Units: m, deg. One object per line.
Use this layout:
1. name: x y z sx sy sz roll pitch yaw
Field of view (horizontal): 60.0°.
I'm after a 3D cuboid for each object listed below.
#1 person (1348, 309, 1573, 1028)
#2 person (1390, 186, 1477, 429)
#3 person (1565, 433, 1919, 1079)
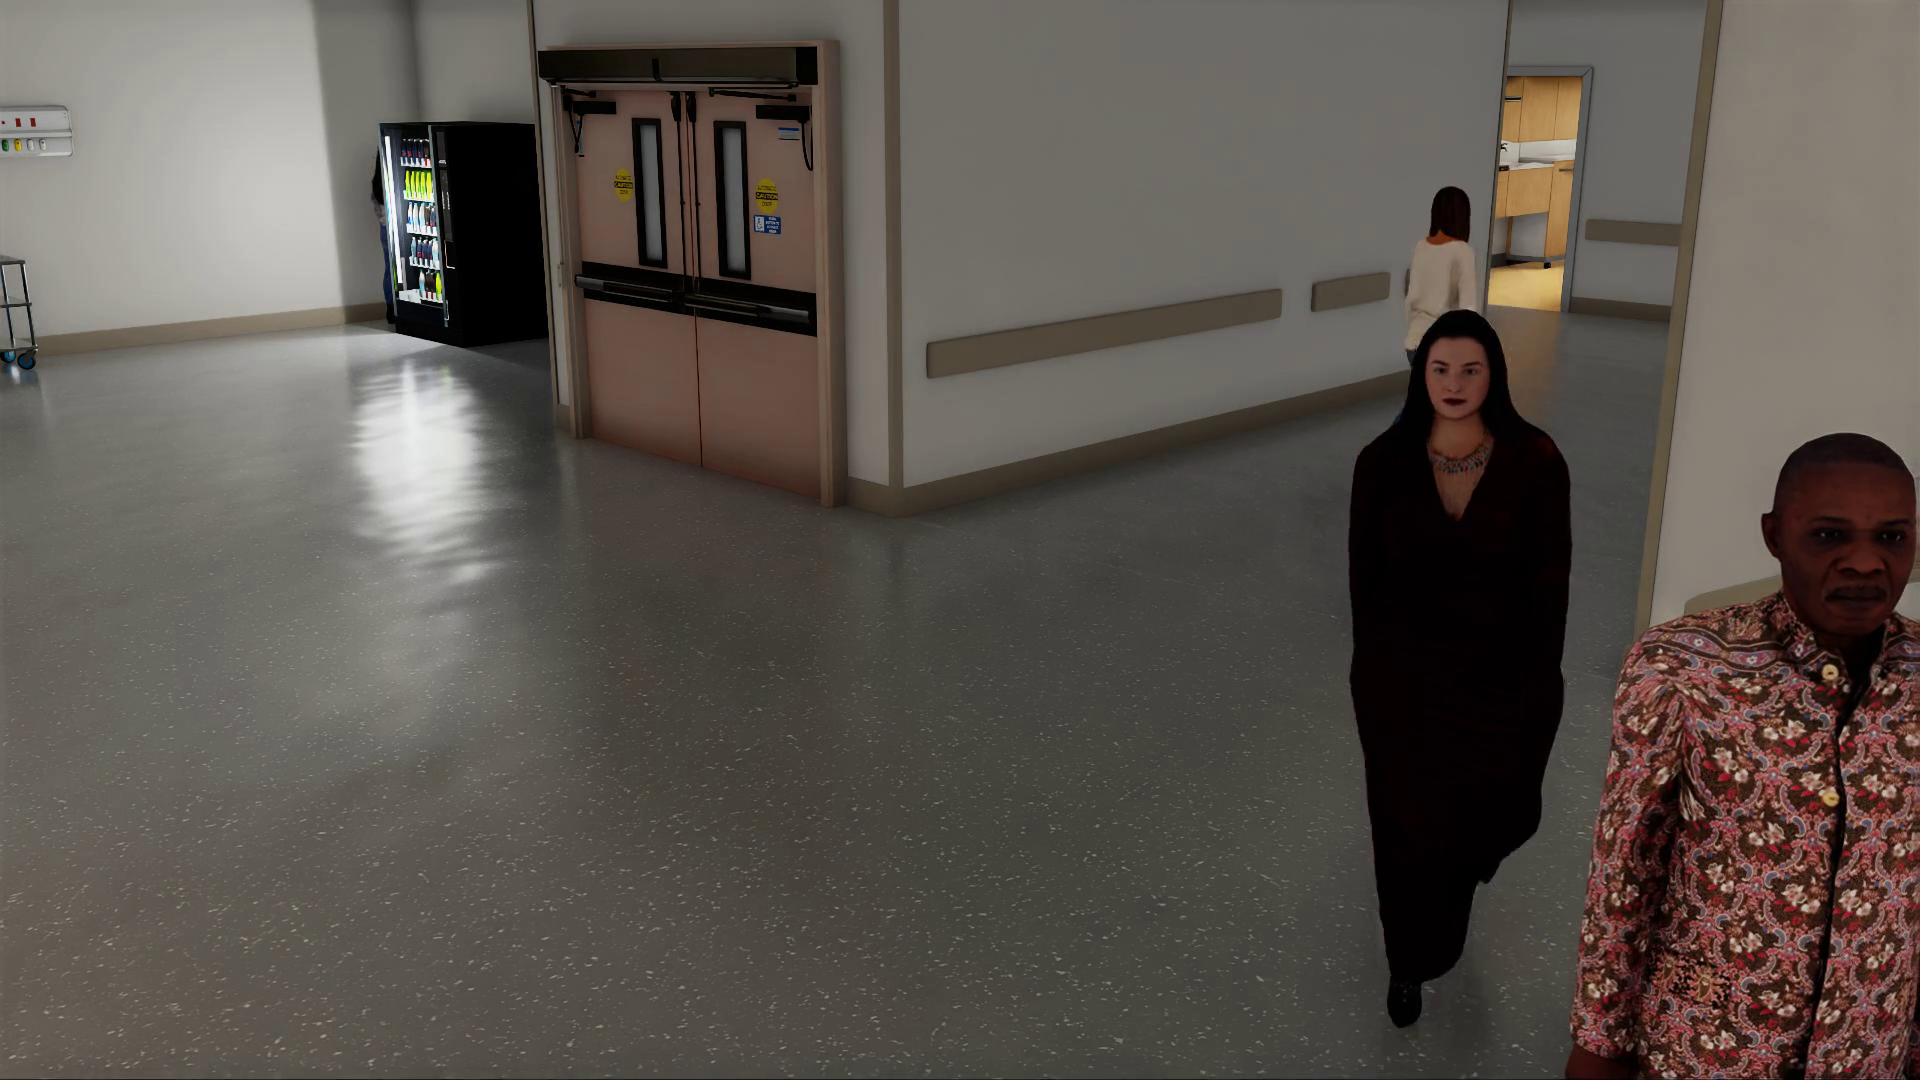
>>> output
1. person: 1.216 0.301 4.063 0.987 1.738 0.971 4 16 15
2. person: 2.510 -1.053 8.993 0.807 1.668 0.750 -7 17 -24
3. person: 1.165 0.725 2.430 0.751 1.808 0.835 2 16 5
